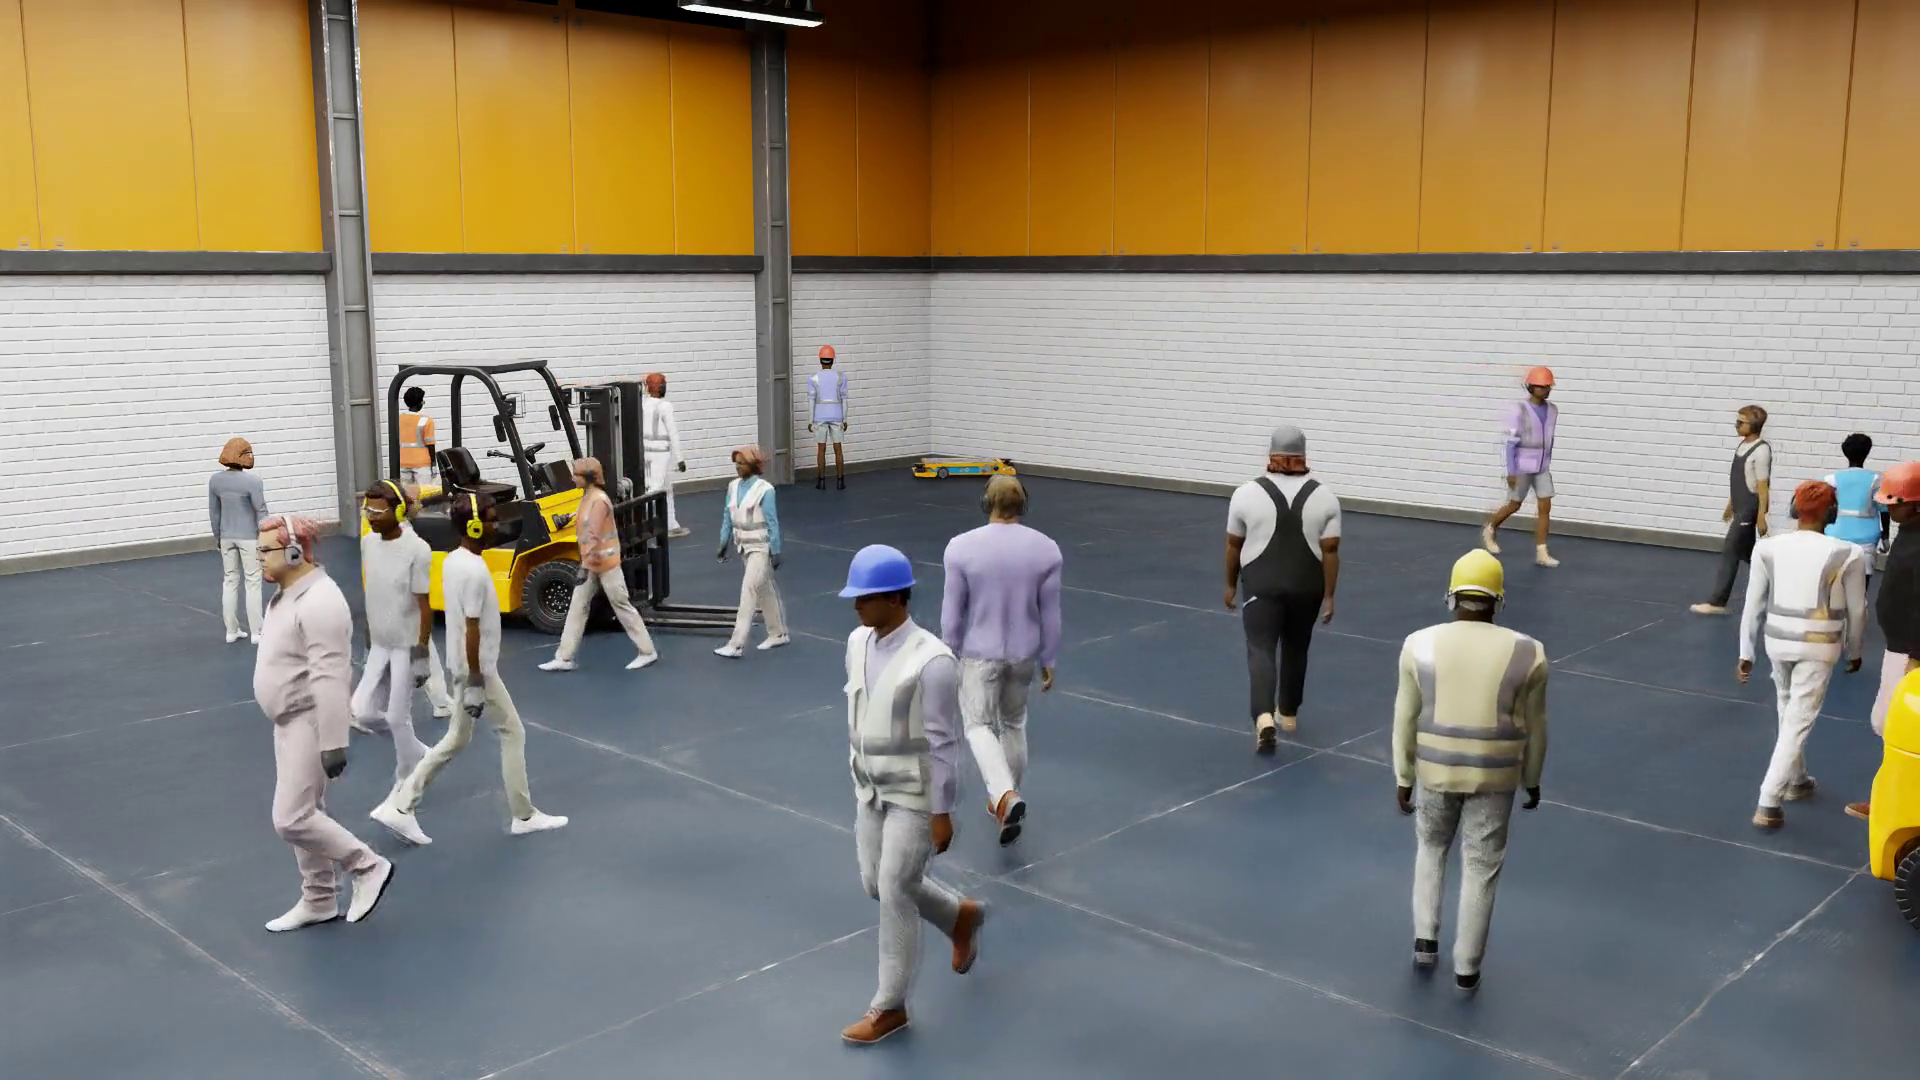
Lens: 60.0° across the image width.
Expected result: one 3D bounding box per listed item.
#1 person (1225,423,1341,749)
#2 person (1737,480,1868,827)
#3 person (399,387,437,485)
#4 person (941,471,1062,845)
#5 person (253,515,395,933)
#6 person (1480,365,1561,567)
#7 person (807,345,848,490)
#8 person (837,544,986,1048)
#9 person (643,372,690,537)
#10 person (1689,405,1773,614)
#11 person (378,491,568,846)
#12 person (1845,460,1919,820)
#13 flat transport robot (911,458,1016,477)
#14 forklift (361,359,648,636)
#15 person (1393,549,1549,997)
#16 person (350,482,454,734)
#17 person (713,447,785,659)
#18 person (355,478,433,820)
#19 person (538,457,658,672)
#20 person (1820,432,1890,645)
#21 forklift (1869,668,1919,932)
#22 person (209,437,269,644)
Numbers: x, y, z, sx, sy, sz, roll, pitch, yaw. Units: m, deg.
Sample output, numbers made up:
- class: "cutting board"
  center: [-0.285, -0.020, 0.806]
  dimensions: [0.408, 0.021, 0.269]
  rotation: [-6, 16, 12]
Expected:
- class: "person"
  center: [2.011, 0.257, 10.338]
  dimensions: [0.684, 2.000, 0.953]
  rotation: [0, 9, 3]
- class: "person"
  center: [4.503, 0.594, 8.922]
  dimensions: [0.960, 1.838, 0.556]
  rotation: [-7, 12, -38]
- class: "person"
  center: [-5.859, -0.803, 17.911]
  dimensions: [0.535, 1.691, 0.319]
  rotation: [3, 10, 16]
- class: "person"
  center: [0.236, 0.610, 8.538]
  dimensions: [0.631, 1.921, 0.748]
  rotation: [-3, 10, -17]
- class: "person"
  center: [-2.876, 0.819, 7.341]
  dimensions: [0.467, 1.888, 0.671]
  rotation: [-6, 11, -34]
- class: "person"
  center: [5.675, -0.767, 16.749]
  dimensions: [0.619, 2.013, 0.951]
  rotation: [-4, 10, -24]
- class: "person"
  center: [-1.767, -1.633, 22.233]
  dimensions: [0.542, 1.939, 0.369]
  rotation: [-1, 9, -8]
- class: "person"
  center: [-0.177, 0.947, 6.484]
  dimensions: [0.753, 1.922, 0.613]
  rotation: [-8, 12, -41]
- class: "person"
  center: [-3.328, -0.890, 17.992]
  dimensions: [0.944, 1.849, 0.583]
  rotation: [-9, 13, -43]
- class: "person"
  center: [6.756, -0.248, 14.146]
  dimensions: [0.860, 1.824, 0.518]
  rotation: [2, 9, 12]
- class: "person"
  center: [-2.542, 0.658, 8.519]
  dimensions: [0.909, 1.841, 0.527]
  rotation: [-5, 11, -30]
- class: "person"
  center: [5.024, 0.553, 8.759]
  dimensions: [0.524, 1.961, 0.640]
  rotation: [3, 10, 19]
- class: "flat transport robot"
  center: [0.043, -1.040, 23.701]
  dimensions: [1.431, 0.197, 0.652]
  rotation: [-1, 9, -6]
- class: "forklift"
  center: [-3.850, -0.407, 13.936]
  dimensions: [2.313, 2.155, 1.214]
  rotation: [2, 9, 11]
- class: "person"
  center: [2.099, 0.940, 6.846]
  dimensions: [0.590, 1.813, 0.547]
  rotation: [4, 10, 23]
- class: "person"
  center: [-3.598, 0.428, 10.645]
  dimensions: [0.853, 1.599, 0.532]
  rotation: [-5, 11, -30]
- class: "person"
  center: [-1.634, 0.094, 12.660]
  dimensions: [0.825, 1.602, 0.516]
  rotation: [-8, 12, -40]
- class: "person"
  center: [-3.027, 0.577, 8.963]
  dimensions: [0.546, 1.848, 0.445]
  rotation: [5, 10, 27]
- class: "person"
  center: [-2.628, 0.185, 12.153]
  dimensions: [0.857, 1.591, 0.517]
  rotation: [-5, 11, -29]
- class: "person"
  center: [7.046, -0.018, 13.157]
  dimensions: [0.531, 1.668, 0.787]
  rotation: [8, 12, 39]
- class: "forklift"
  center: [5.205, 0.723, 7.013]
  dimensions: [2.313, 2.155, 1.214]
  rotation: [9, 13, 43]
- class: "person"
  center: [-5.664, 0.005, 13.127]
  dimensions: [0.509, 1.632, 0.266]
  rotation: [3, 10, 16]
